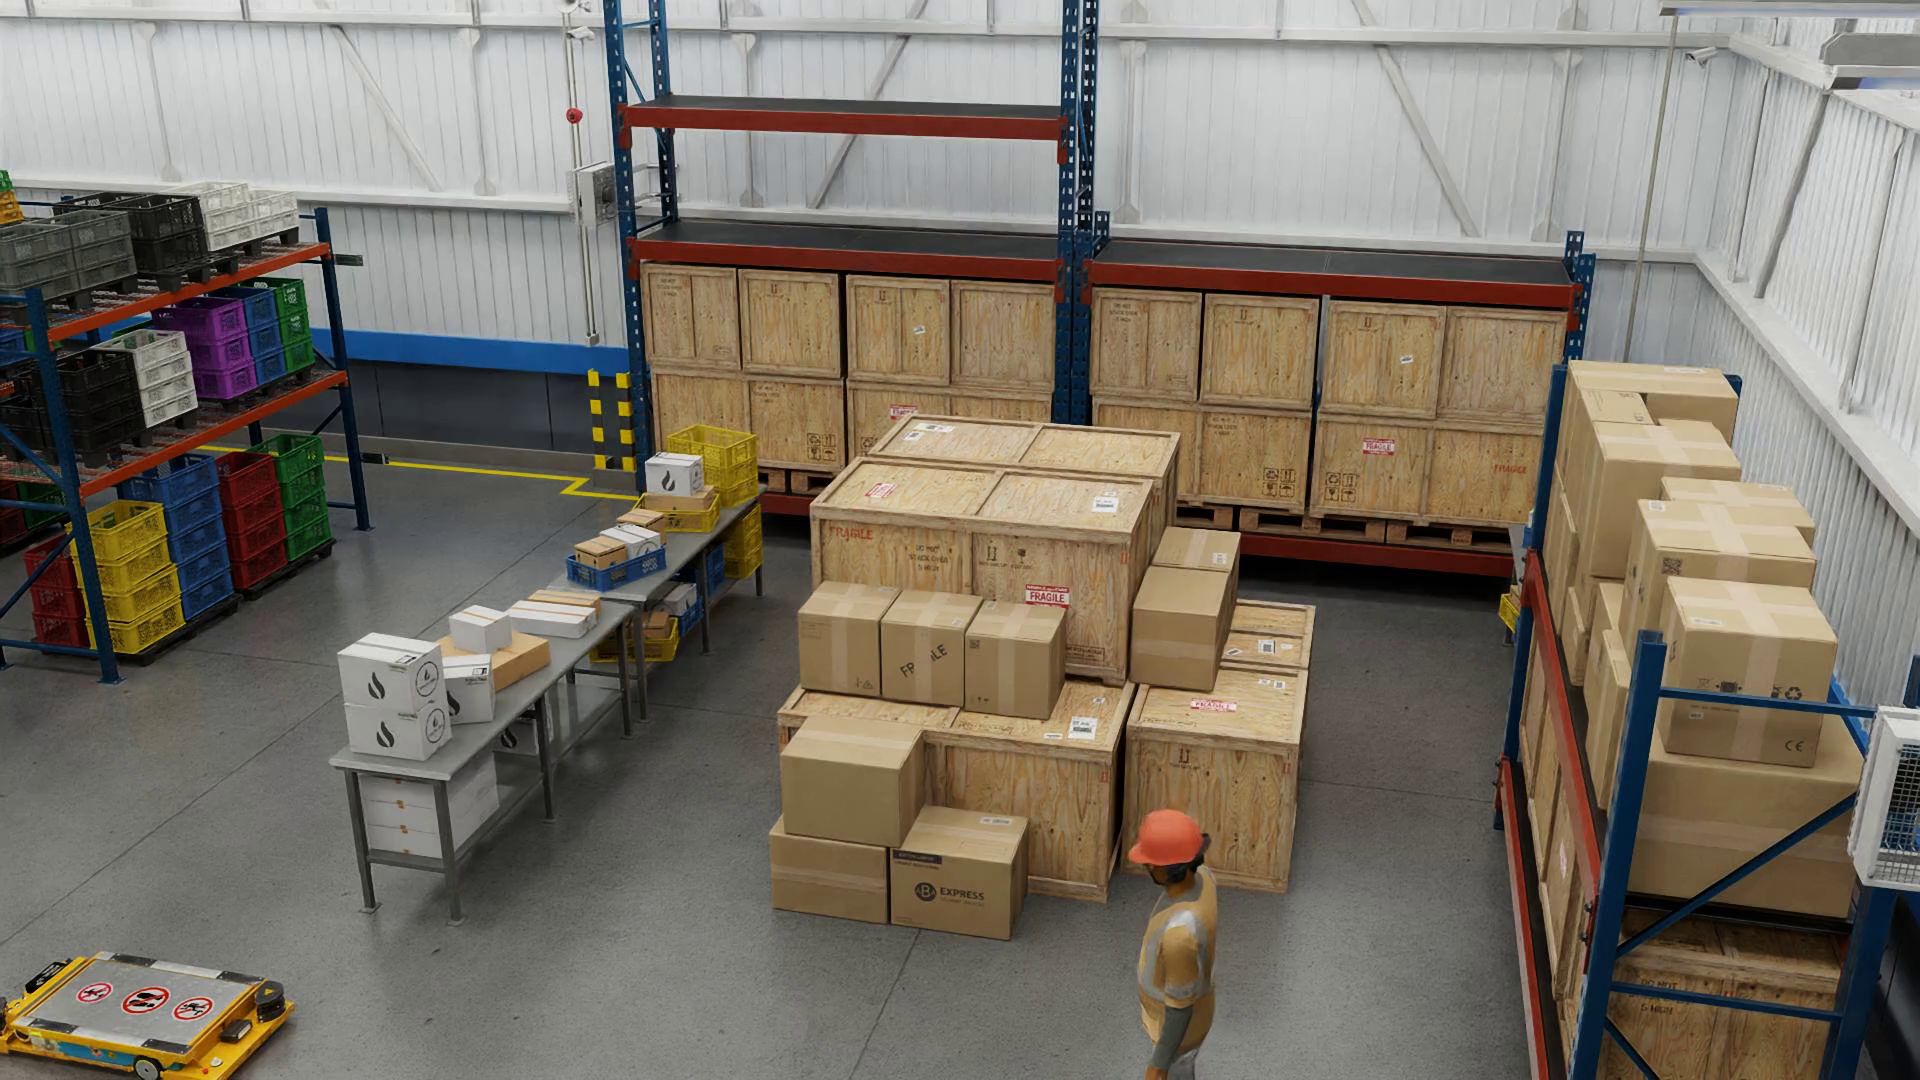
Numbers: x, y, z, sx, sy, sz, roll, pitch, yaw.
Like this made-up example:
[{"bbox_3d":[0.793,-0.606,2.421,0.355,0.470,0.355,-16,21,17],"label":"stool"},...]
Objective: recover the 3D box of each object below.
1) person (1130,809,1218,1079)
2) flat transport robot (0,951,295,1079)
[{"bbox_3d":[0.898,2.062,7.176,0.385,2.039,0.605,5,22,14],"label":"person"},{"bbox_3d":[-4.270,2.464,8.601,1.431,0.231,0.659,5,22,13],"label":"flat transport robot"}]
